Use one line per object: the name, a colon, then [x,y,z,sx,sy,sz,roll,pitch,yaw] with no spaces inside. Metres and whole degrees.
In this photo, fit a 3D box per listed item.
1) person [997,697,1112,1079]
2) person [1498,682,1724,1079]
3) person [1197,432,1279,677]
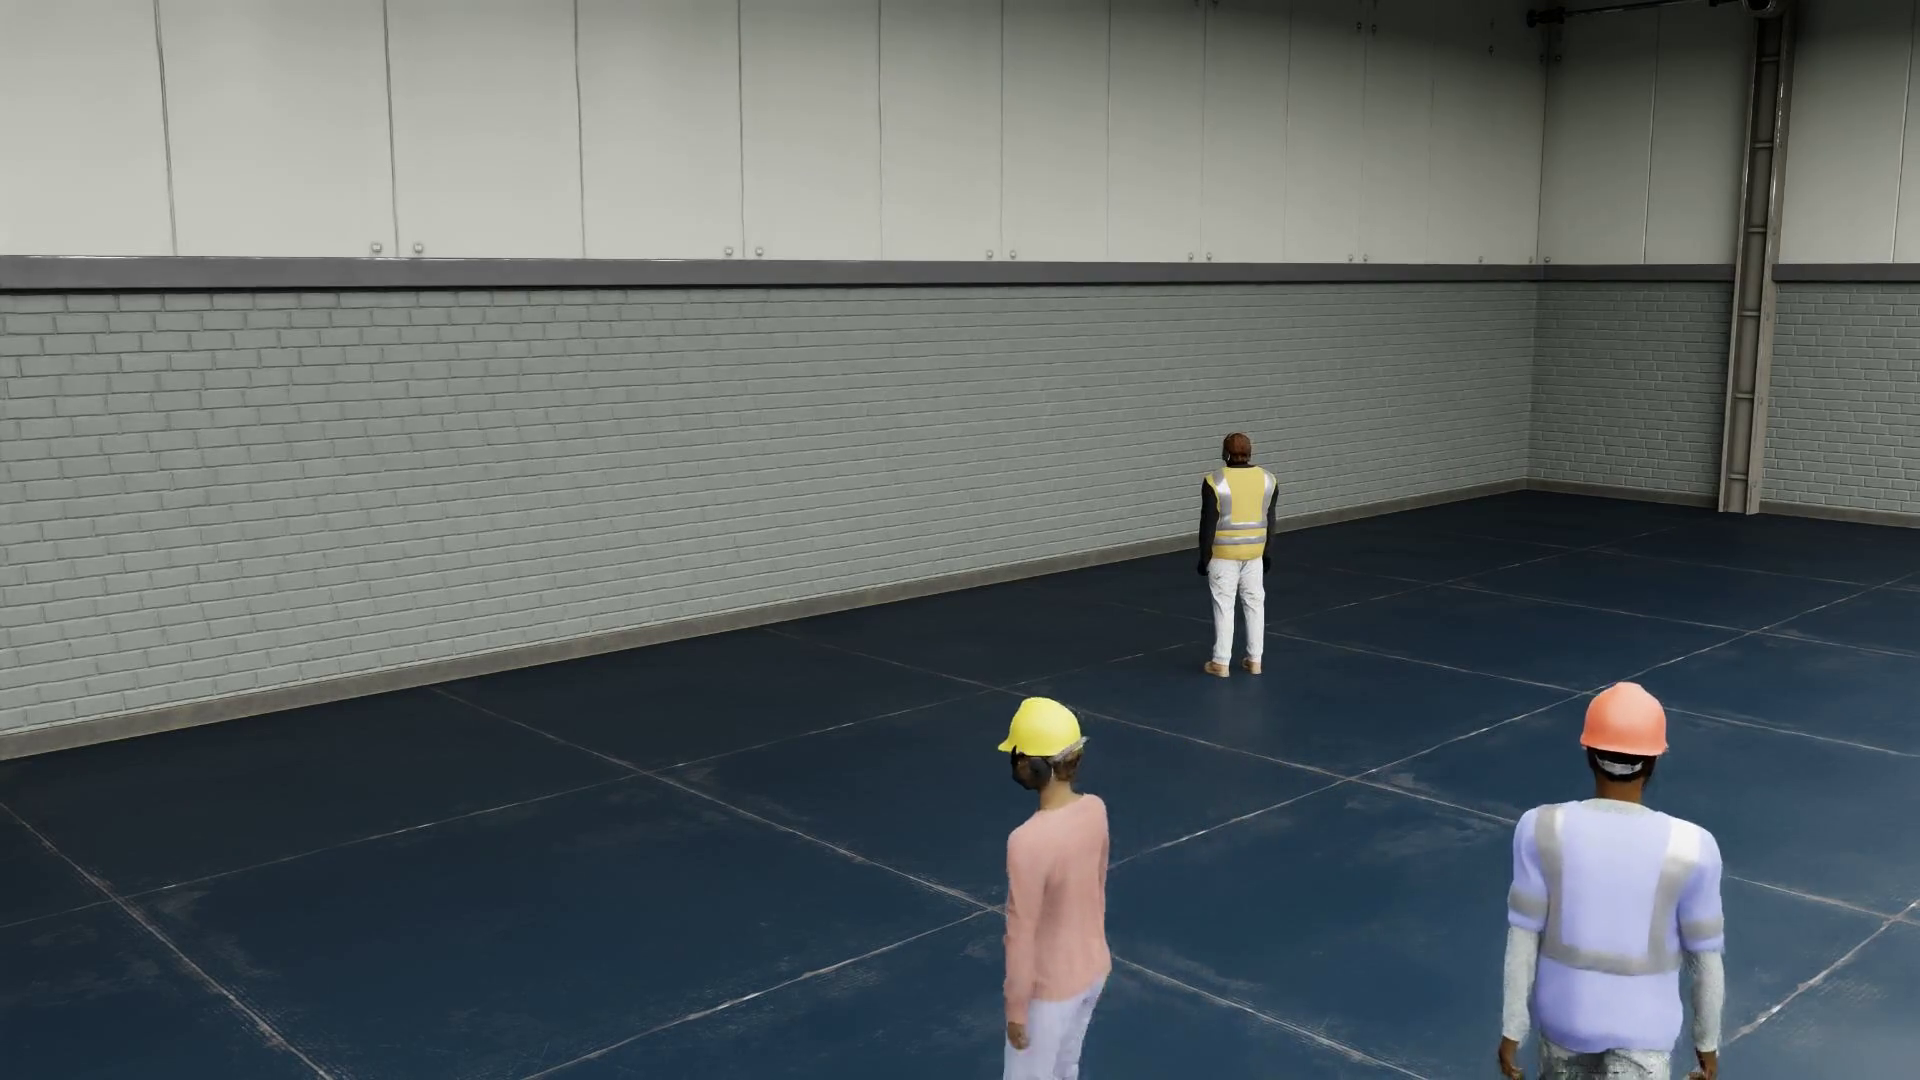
person: [0.351,1.350,5.082,0.572,1.748,0.531,6,11,34]
person: [1.828,1.348,4.693,0.570,1.896,0.979,5,10,26]
person: [2.068,0.107,12.518,0.630,1.842,0.429,-3,10,-17]
